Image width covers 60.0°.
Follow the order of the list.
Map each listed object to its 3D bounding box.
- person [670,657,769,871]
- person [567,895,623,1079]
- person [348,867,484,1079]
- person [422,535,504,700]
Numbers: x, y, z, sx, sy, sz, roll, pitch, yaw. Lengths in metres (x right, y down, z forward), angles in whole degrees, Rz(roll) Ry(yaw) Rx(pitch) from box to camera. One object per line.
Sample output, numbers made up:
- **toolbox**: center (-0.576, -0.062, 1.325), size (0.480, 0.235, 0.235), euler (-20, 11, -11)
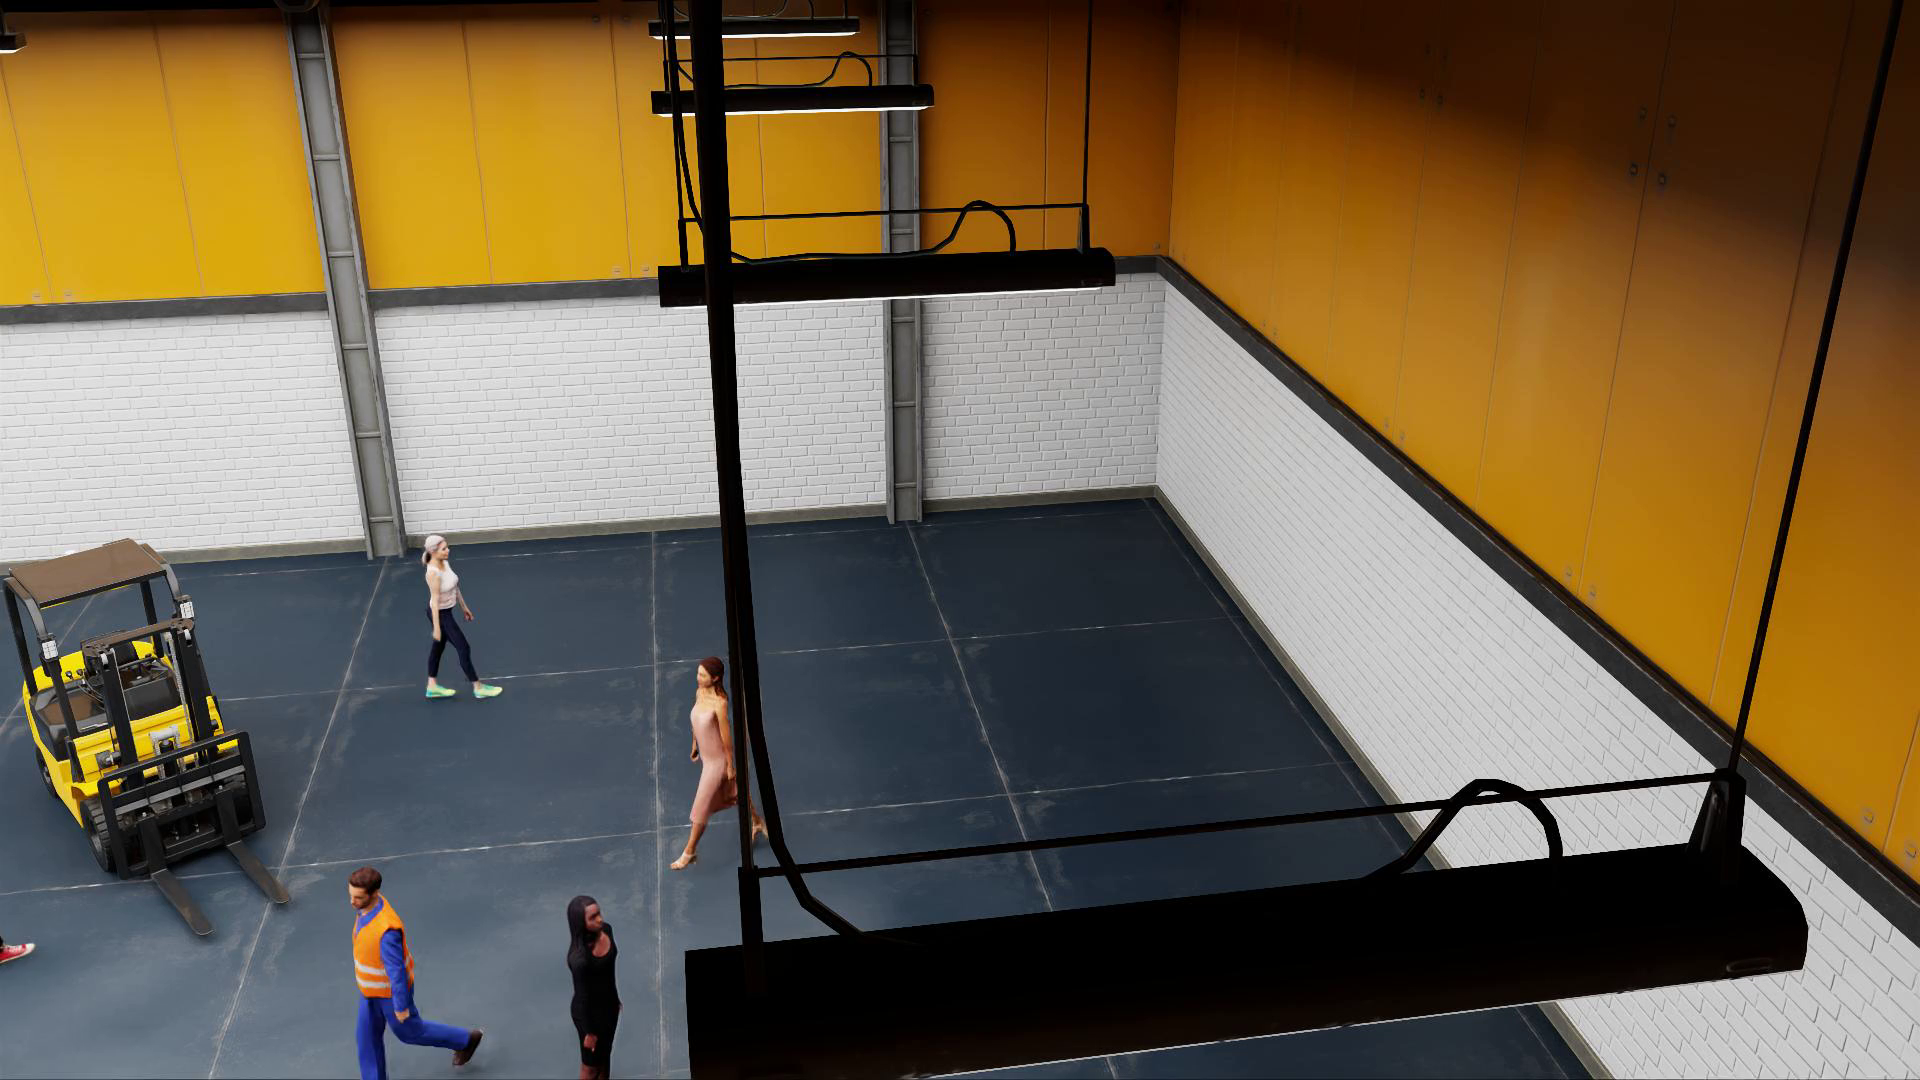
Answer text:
- **person**: center (-1.860, 1.742, 13.250), size (1.174, 1.786, 0.871), euler (-14, 27, -29)
- **person**: center (-2.293, 2.980, 10.501), size (0.650, 1.720, 0.678), euler (5, 24, 12)
- **person**: center (-3.578, 2.840, 10.687), size (1.302, 1.828, 1.110), euler (-19, 30, -37)
- **person**: center (-4.966, 0.744, 15.672), size (0.971, 1.676, 0.631), euler (-3, 24, -7)
